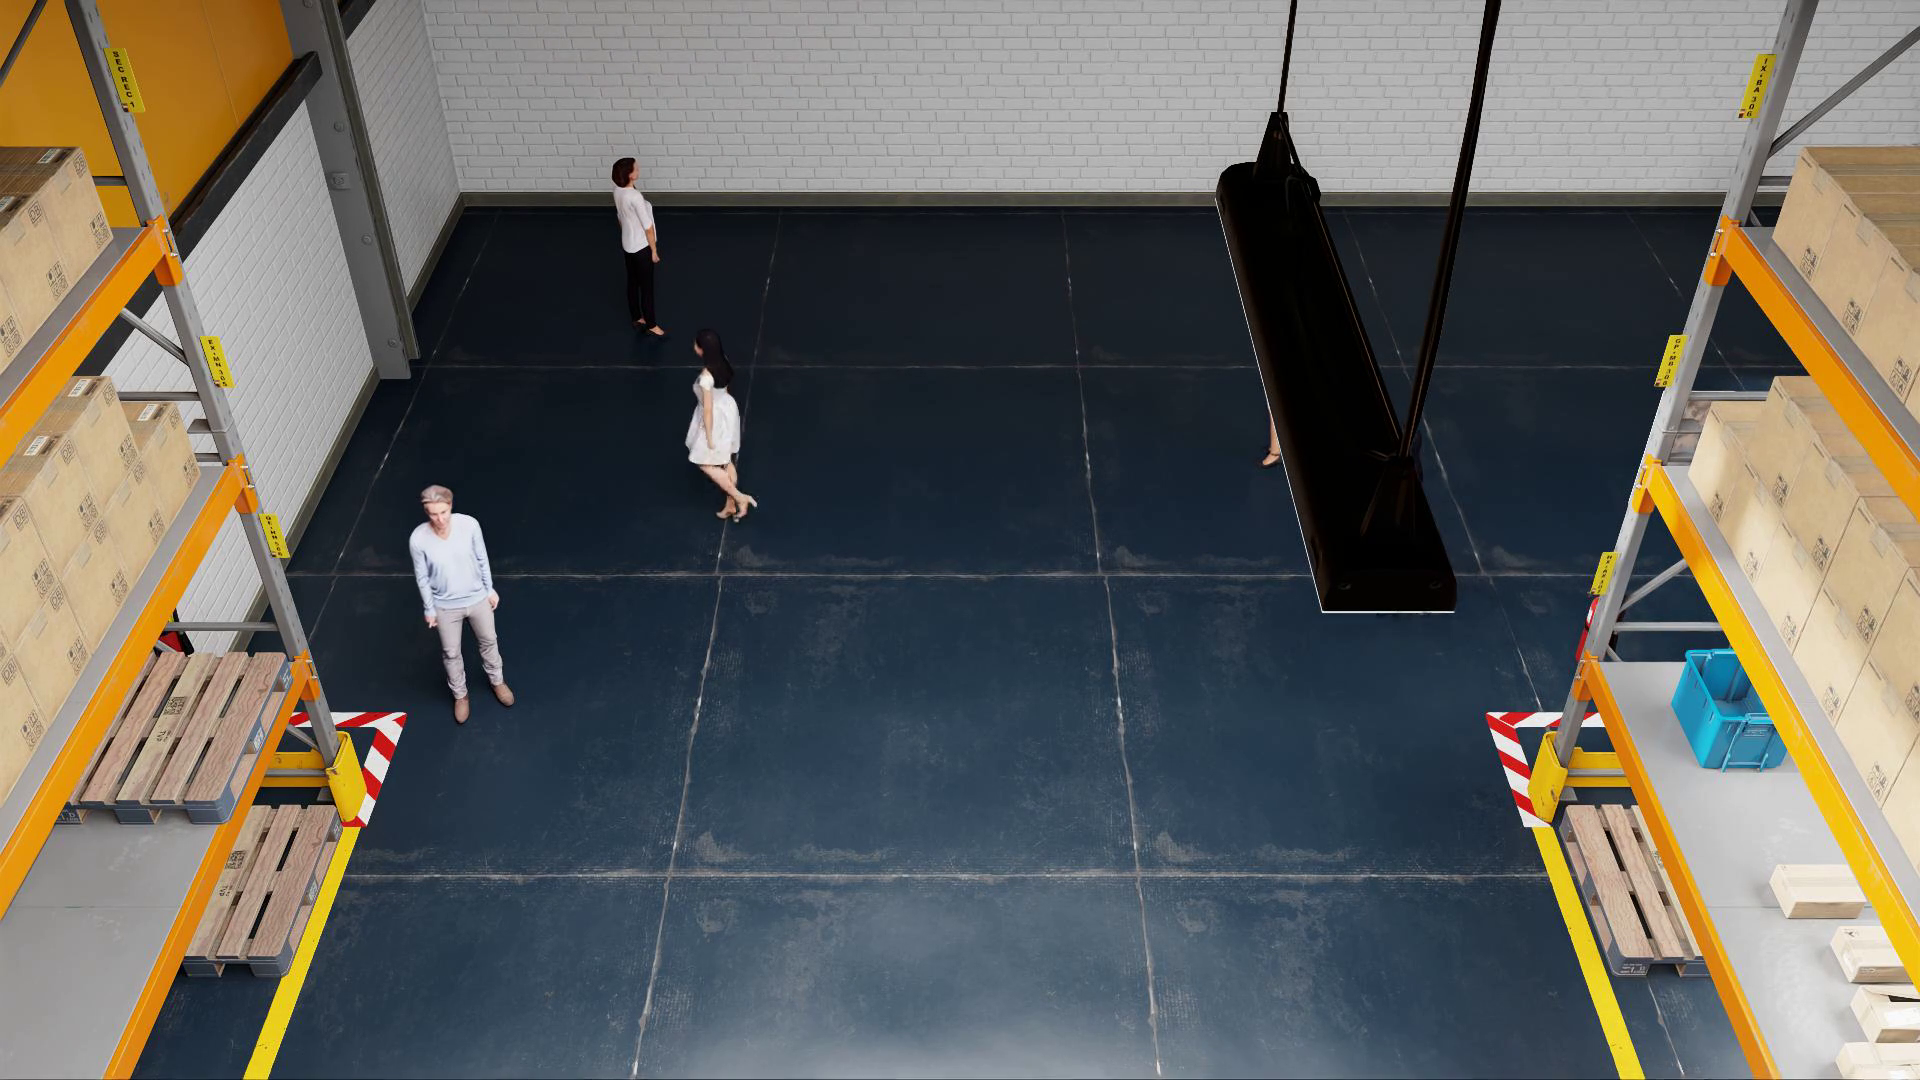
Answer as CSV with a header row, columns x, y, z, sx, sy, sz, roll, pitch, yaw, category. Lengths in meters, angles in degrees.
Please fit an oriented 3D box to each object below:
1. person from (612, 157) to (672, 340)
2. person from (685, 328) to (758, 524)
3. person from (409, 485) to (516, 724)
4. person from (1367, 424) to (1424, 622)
x,y,z,sx,sy,sz,roll,pitch,yaw,category
-2.959,-2.666,15.225,0.736,1.795,0.671,-31,48,-33,person
-1.812,-0.853,12.976,0.832,1.767,0.818,14,41,17,person
-3.407,0.401,11.306,0.753,1.894,0.749,-19,42,-22,person
3.219,-0.083,12.016,0.807,1.764,0.751,13,41,16,person
